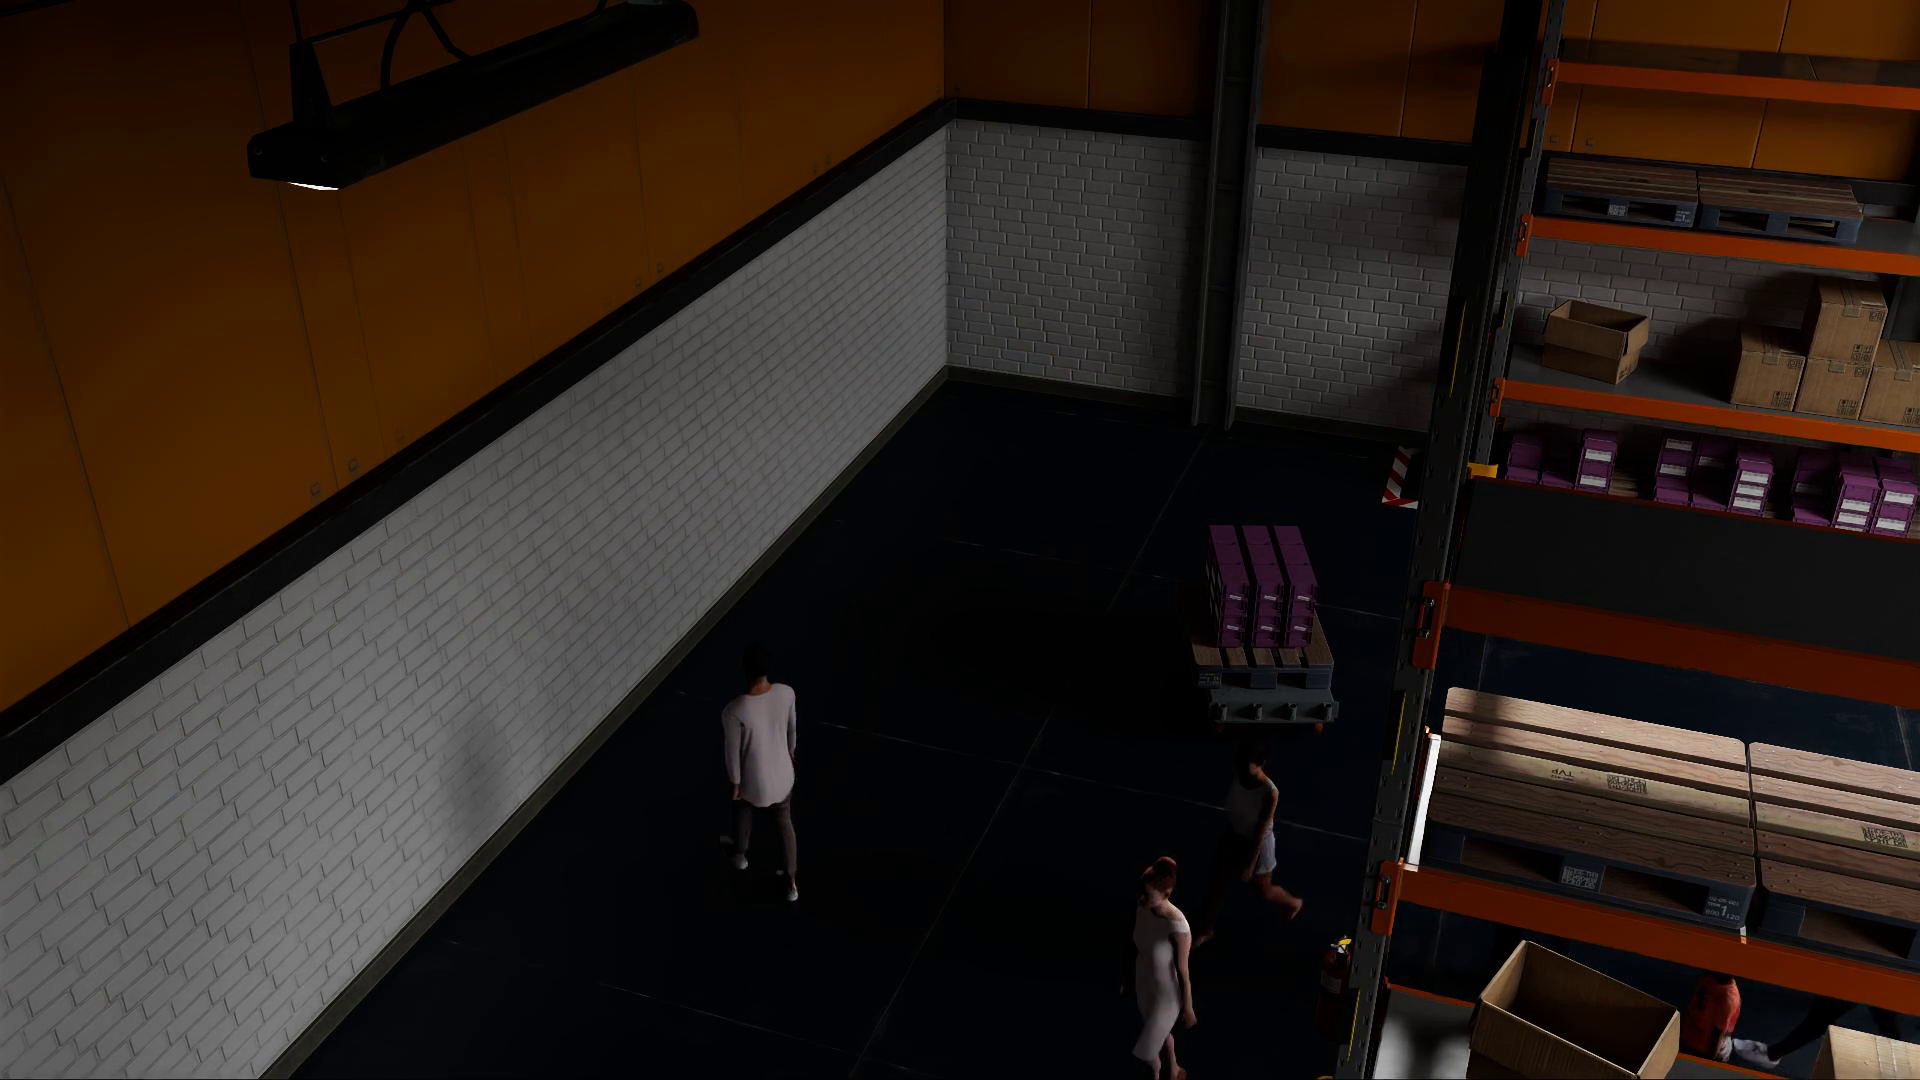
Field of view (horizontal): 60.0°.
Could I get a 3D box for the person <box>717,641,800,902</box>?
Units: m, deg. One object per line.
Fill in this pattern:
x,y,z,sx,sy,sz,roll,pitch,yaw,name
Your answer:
-1.178,1.481,10.312,1.005,1.815,1.100,-17,33,-29,person

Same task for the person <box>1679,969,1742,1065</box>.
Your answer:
3.988,2.634,8.737,0.751,1.298,0.581,3,29,5,person

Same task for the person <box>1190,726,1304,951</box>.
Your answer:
1.801,1.792,9.950,0.977,1.615,0.992,-16,32,-26,person

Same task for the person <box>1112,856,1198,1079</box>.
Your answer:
1.142,2.347,8.767,0.838,1.773,0.783,-18,33,-29,person
